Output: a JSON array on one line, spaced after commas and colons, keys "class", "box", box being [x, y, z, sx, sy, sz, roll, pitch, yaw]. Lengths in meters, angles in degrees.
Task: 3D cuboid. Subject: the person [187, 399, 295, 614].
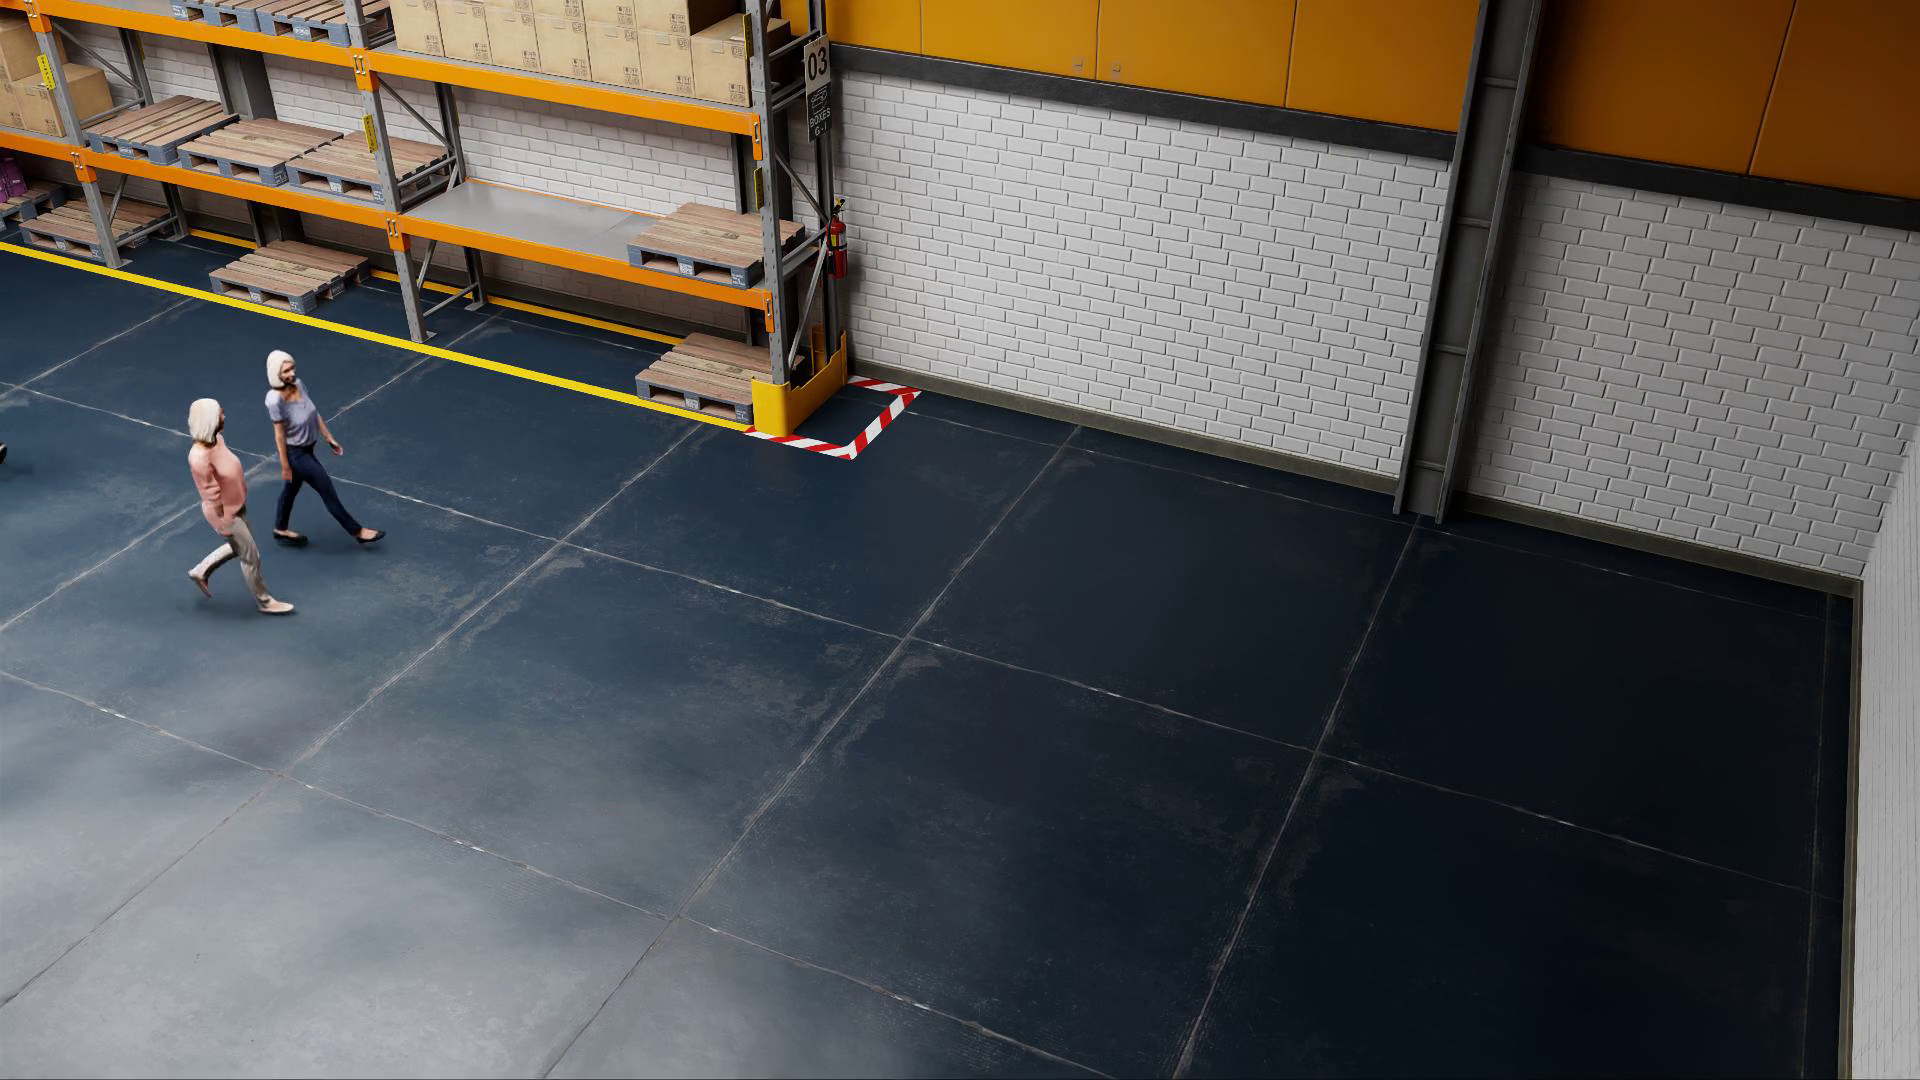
[{"class": "person", "box": [-5.269, -0.205, 11.776, 1.053, 1.701, 0.885, -1, 34, -2]}]

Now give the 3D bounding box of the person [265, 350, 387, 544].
[{"class": "person", "box": [-5.033, -0.653, 12.482, 1.184, 1.666, 0.859, 2, 34, 3]}]
